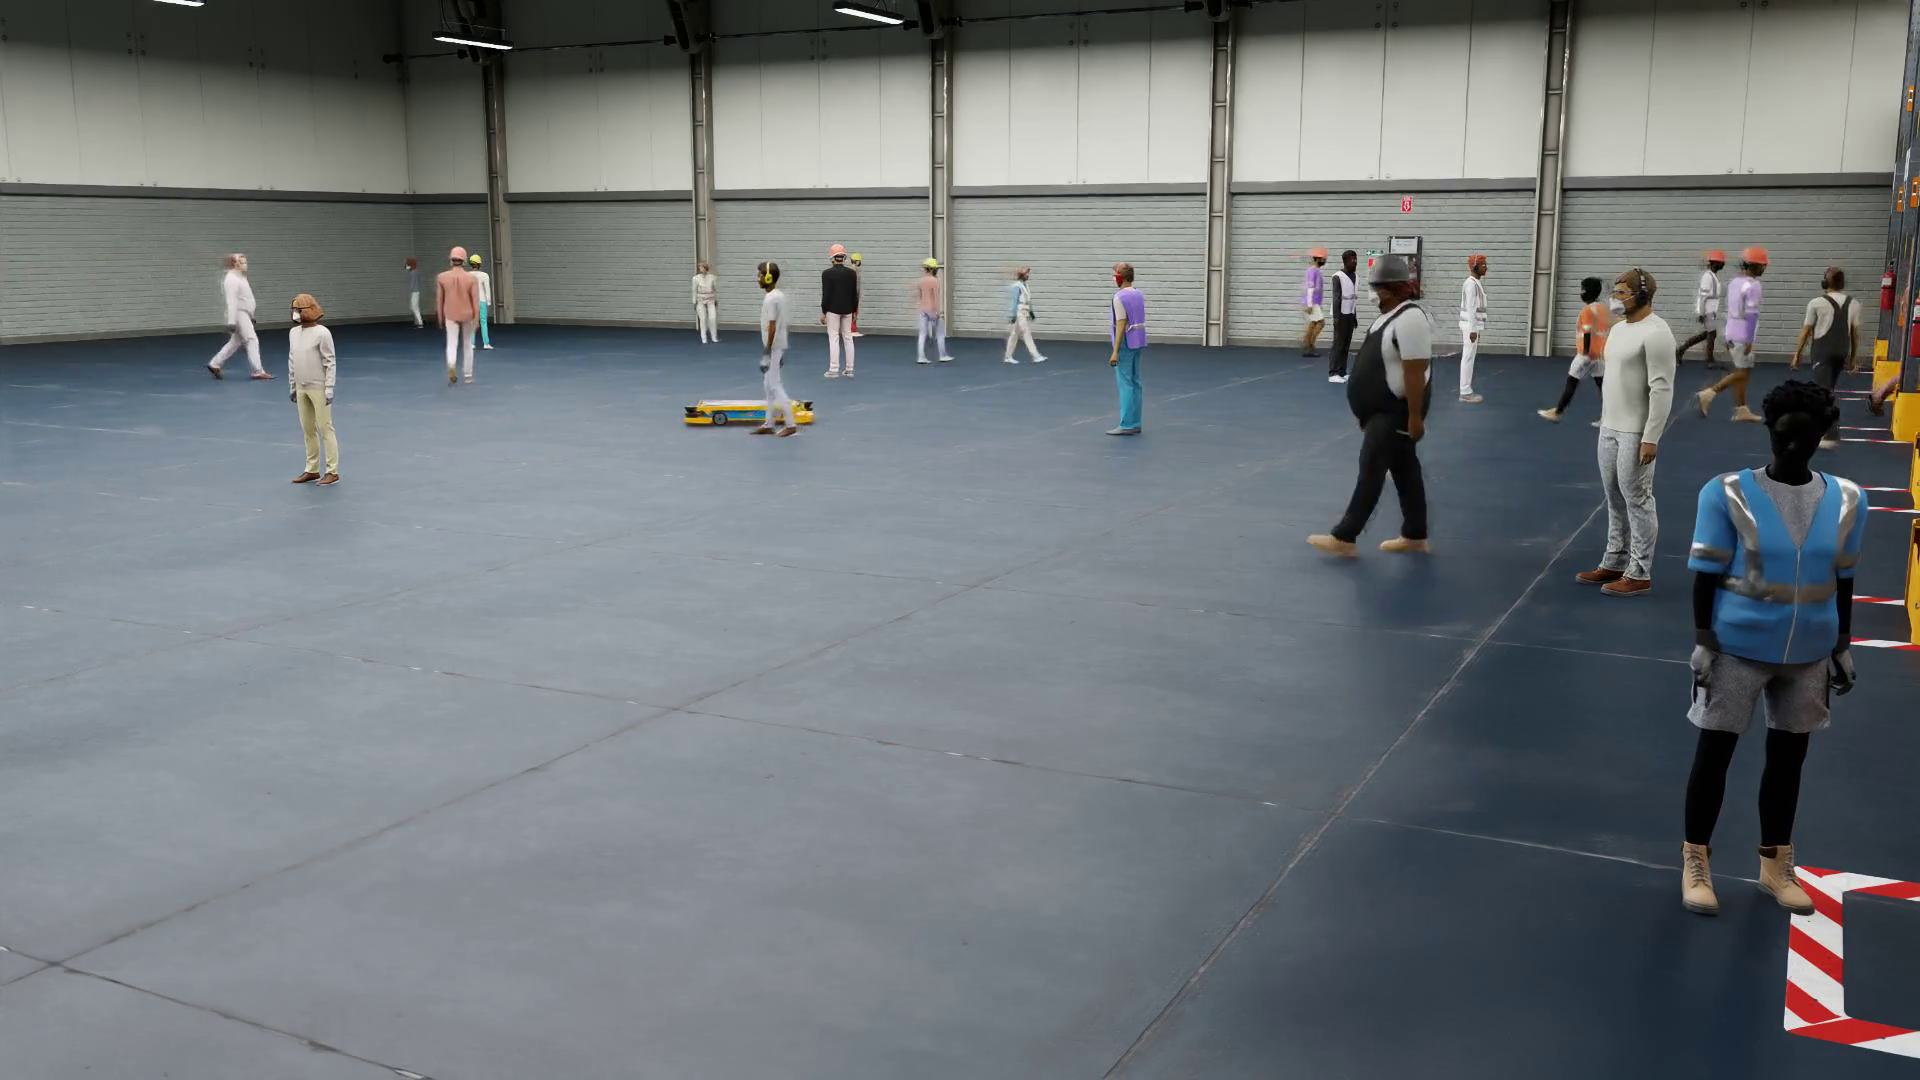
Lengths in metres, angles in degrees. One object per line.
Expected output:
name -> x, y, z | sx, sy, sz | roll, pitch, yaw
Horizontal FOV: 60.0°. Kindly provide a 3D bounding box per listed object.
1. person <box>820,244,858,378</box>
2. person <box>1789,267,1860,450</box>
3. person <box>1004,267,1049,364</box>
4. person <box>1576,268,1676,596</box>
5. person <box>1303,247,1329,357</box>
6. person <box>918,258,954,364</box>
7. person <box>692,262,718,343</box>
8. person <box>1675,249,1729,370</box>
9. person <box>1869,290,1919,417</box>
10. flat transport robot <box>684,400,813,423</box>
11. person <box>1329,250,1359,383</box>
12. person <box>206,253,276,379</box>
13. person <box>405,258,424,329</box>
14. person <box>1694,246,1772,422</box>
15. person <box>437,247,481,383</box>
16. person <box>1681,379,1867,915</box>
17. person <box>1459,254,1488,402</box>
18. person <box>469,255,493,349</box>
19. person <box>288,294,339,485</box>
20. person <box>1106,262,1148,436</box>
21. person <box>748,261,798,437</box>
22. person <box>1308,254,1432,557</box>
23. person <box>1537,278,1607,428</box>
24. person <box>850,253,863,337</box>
person -> -1.829, -3.441, 25.020 | 0.625, 1.992, 0.388 | -7, 13, -35
person -> 8.721, -1.846, 16.834 | 0.539, 1.799, 0.919 | -1, 10, -5
person -> 1.104, -3.711, 27.575 | 0.846, 1.600, 0.520 | 3, 11, 15
person -> 3.977, -0.638, 9.886 | 0.356, 1.938, 0.638 | -1, 10, -5
person -> 6.218, -4.130, 28.980 | 0.517, 1.916, 0.578 | 4, 11, 23
person -> -0.423, -3.816, 27.742 | 0.764, 1.734, 0.558 | -9, 14, -41
person -> -5.029, -4.675, 32.783 | 0.532, 1.610, 0.490 | -4, 11, -18
person -> 11.813, -3.660, 26.453 | 0.780, 1.911, 0.551 | 6, 12, 31
person -> 11.058, -2.318, 19.191 | 0.647, 1.883, 0.794 | -8, 13, -37
flat transport robot -> -2.396, -1.467, 18.962 | 1.431, 0.197, 0.652 | -1, 10, -4
person -> 5.591, -3.255, 24.219 | 0.372, 1.916, 0.597 | 9, 14, 41
person -> -10.676, -3.285, 24.518 | 0.910, 1.876, 0.652 | -3, 11, -18
person -> -12.451, -5.612, 37.924 | 0.338, 1.614, 0.598 | -2, 11, -9
person -> 8.780, -2.316, 18.845 | 0.791, 2.018, 0.605 | 0, 10, -2
person -> -7.182, -3.209, 23.827 | 0.622, 1.968, 0.802 | -1, 10, -7
person -> 2.537, 0.341, 5.213 | 0.530, 1.696, 0.321 | 0, 10, 3
person -> 6.604, -2.719, 21.391 | 0.355, 1.882, 0.576 | 3, 11, 18
person -> -9.034, -4.440, 31.090 | 0.526, 1.768, 0.330 | 0, 10, 1
person -> -5.551, -1.283, 14.241 | 0.509, 1.632, 0.267 | 6, 12, 29
person -> 1.790, -2.030, 17.741 | 0.387, 1.841, 0.565 | 6, 12, 31
person -> -1.997, -2.007, 17.611 | 0.483, 1.880, 0.553 | 0, 10, 3
person -> 2.739, -0.899, 11.036 | 0.951, 2.000, 0.712 | 0, 10, 2
person -> 6.932, -2.076, 18.499 | 0.867, 1.646, 0.540 | 10, 15, 44
person -> -2.206, -5.164, 35.062 | 0.337, 1.764, 0.528 | 2, 11, 10
